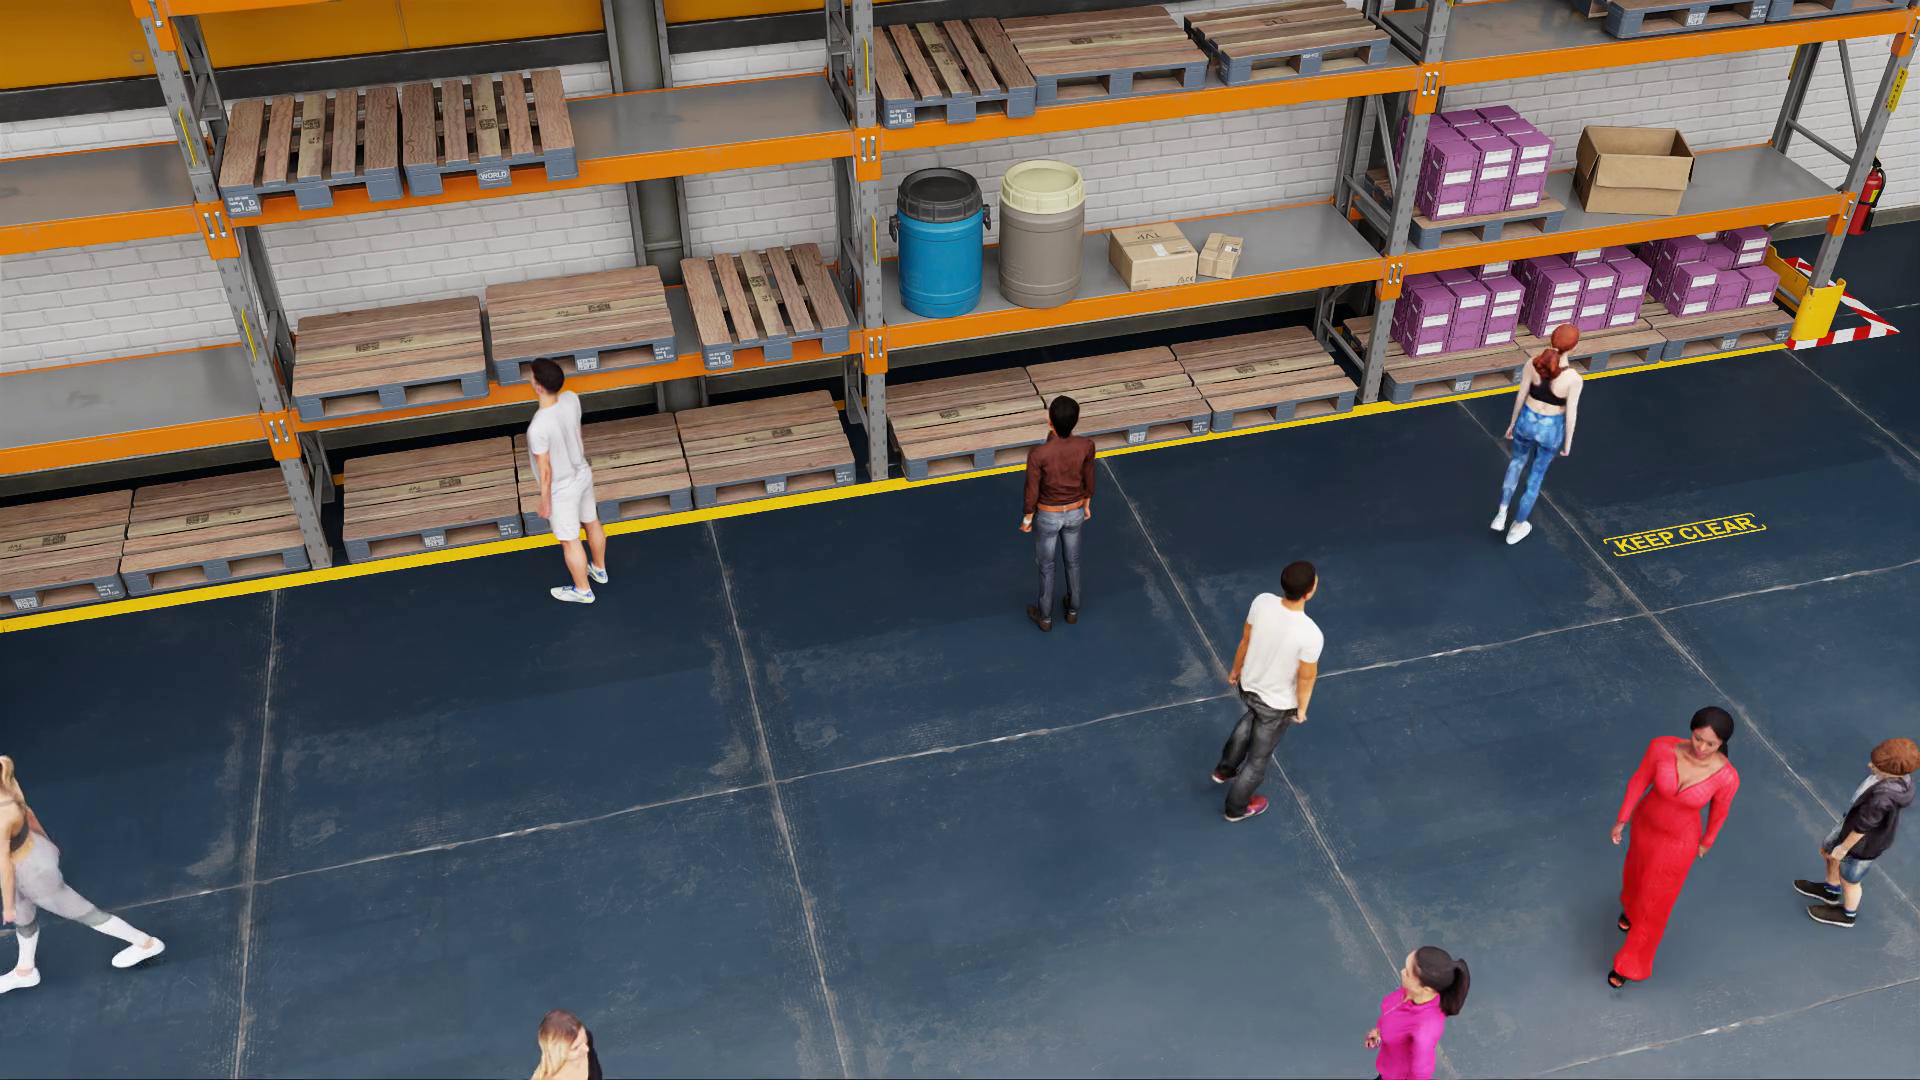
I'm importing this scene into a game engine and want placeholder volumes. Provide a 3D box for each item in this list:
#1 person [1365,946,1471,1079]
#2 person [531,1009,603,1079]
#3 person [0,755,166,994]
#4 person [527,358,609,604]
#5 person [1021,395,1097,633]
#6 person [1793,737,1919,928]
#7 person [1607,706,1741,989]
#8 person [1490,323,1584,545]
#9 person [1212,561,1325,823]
[{"bbox_3d":[2.097,2.414,7.512,0.749,1.684,0.708,10,40,12],"label":"person"},{"bbox_3d":[-1.748,2.577,7.326,0.924,1.652,0.846,18,42,21],"label":"person"},{"bbox_3d":[-4.592,1.683,8.440,1.136,1.659,0.669,-13,41,-16],"label":"person"},{"bbox_3d":[-2.570,-0.385,10.872,0.800,1.855,0.773,14,41,17],"label":"person"},{"bbox_3d":[0.639,-0.162,10.651,0.484,1.782,0.718,-13,40,-15],"label":"person"},{"bbox_3d":[4.810,1.543,8.801,0.728,1.427,0.673,27,46,30],"label":"person"},{"bbox_3d":[3.706,1.465,8.641,0.934,1.759,1.092,31,48,33],"label":"person"},{"bbox_3d":[3.890,-0.667,11.294,0.747,1.779,0.808,27,46,30],"label":"person"},{"bbox_3d":[1.690,0.868,9.373,0.831,1.778,0.788,-26,46,-29],"label":"person"}]
